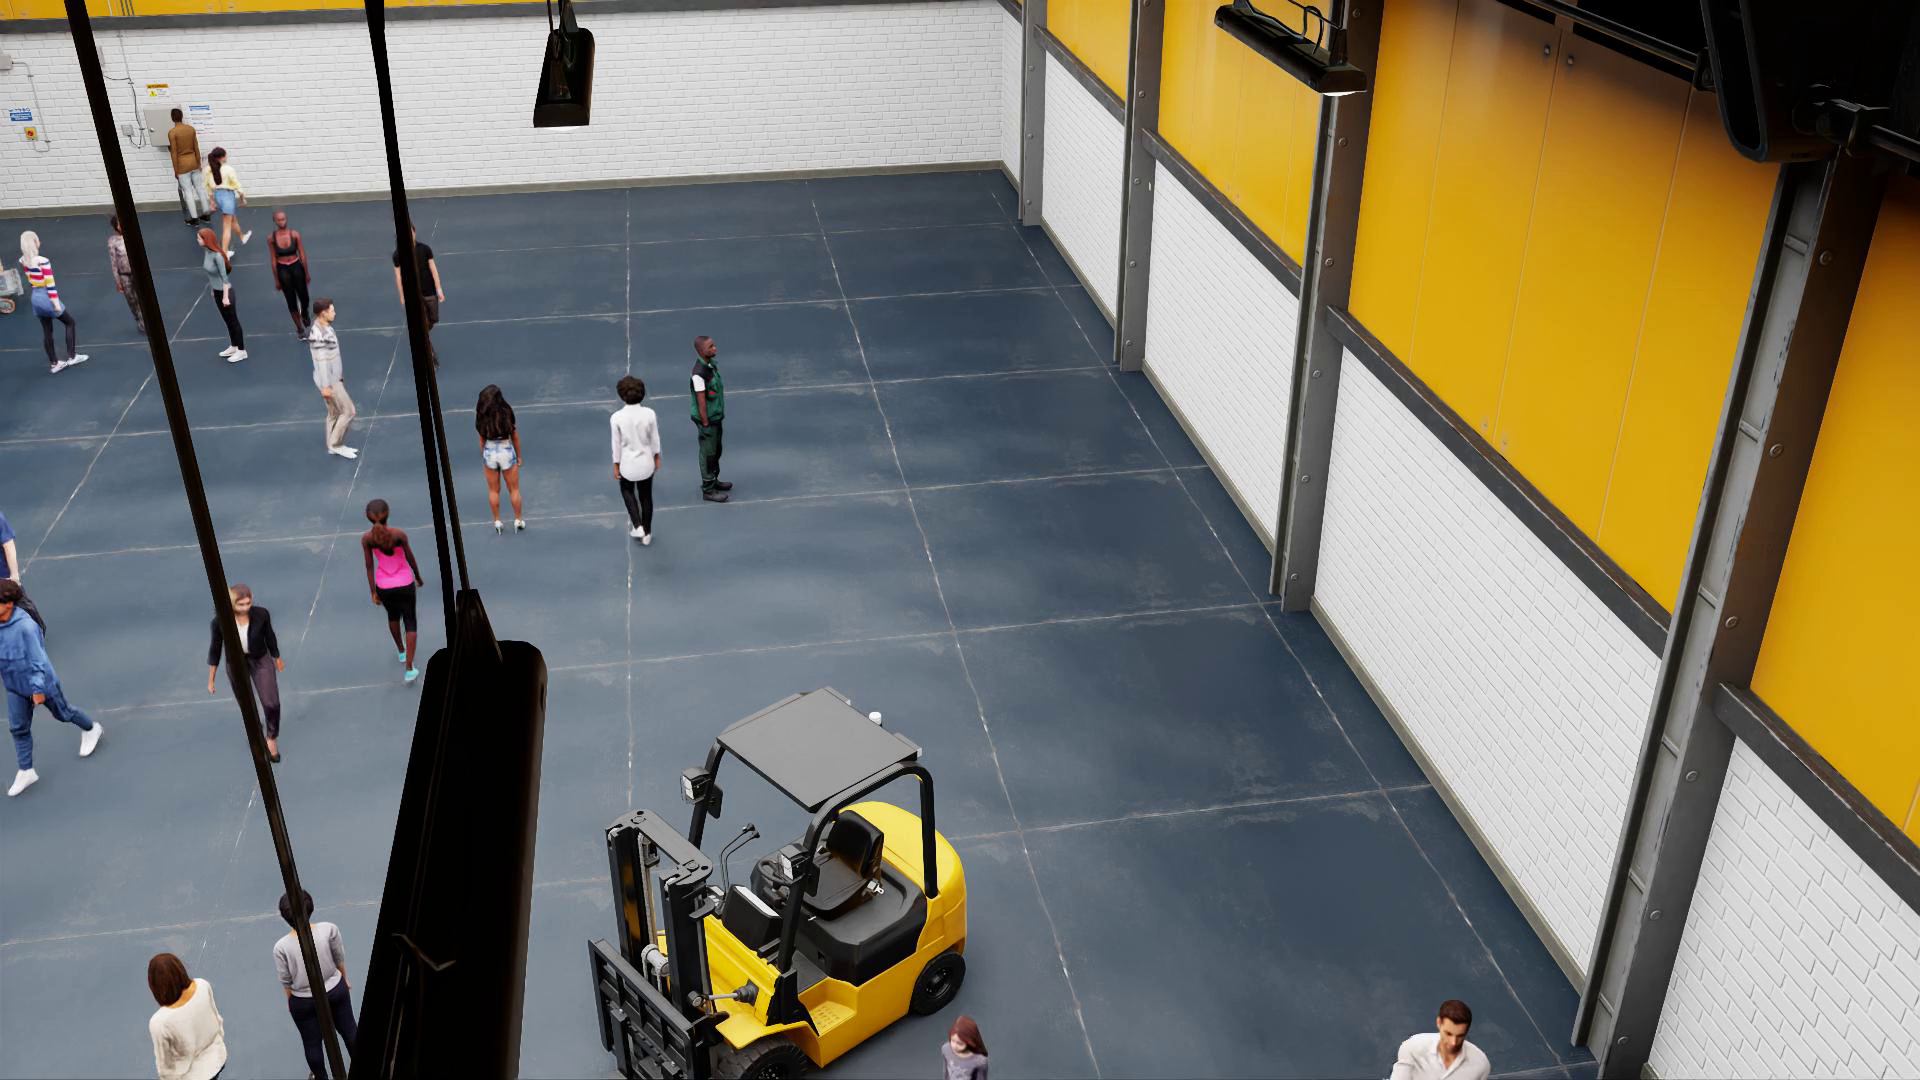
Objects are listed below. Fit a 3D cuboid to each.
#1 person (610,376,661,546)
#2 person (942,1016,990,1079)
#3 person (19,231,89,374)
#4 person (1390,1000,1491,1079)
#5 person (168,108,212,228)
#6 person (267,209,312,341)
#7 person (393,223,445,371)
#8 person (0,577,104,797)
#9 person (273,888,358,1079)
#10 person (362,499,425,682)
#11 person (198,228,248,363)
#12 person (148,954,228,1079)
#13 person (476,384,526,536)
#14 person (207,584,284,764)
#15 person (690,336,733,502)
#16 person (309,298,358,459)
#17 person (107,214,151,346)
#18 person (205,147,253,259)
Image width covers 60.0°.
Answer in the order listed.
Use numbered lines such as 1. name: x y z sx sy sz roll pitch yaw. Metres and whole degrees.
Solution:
1. person: -3.226 -0.757 16.682 0.717 1.801 0.680 -12 31 -20
2. person: 0.067 3.283 10.031 0.733 1.078 0.845 13 31 22
3. person: -11.439 -2.937 20.685 0.839 1.795 0.893 12 31 22
4. person: 2.616 3.227 9.348 1.080 1.832 1.326 9 30 16
5. person: -12.056 -5.832 25.969 0.760 1.818 0.687 16 33 27
6. person: -8.777 -3.513 21.792 0.696 1.746 0.811 -12 31 -20
7. person: -6.818 -3.143 21.019 0.970 1.837 1.269 -17 33 -28
8. person: -7.385 1.079 13.329 0.976 1.790 1.236 7 29 12
9. person: -4.018 2.816 10.392 0.614 1.553 0.602 -18 34 -30
10. person: -4.938 0.455 14.567 0.613 1.700 0.931 -3 29 -5
11. person: -9.338 -3.119 21.074 0.719 1.742 0.623 -22 35 -34
12. person: -4.393 3.120 9.730 0.979 1.653 1.019 10 30 18
13. person: -4.693 -0.812 16.974 0.549 1.618 0.566 -4 29 -7
14. person: -5.799 1.025 13.587 0.770 1.637 0.753 -6 29 -11
15. person: -2.671 -1.311 17.659 0.799 1.839 0.617 2 29 3
16. person: -7.118 -1.782 18.518 0.806 1.843 0.595 -7 29 -12
17. person: -10.813 -3.414 21.693 0.775 1.667 1.196 -13 31 -22
18. person: -10.883 -4.934 24.586 0.899 1.566 1.200 4 29 8
